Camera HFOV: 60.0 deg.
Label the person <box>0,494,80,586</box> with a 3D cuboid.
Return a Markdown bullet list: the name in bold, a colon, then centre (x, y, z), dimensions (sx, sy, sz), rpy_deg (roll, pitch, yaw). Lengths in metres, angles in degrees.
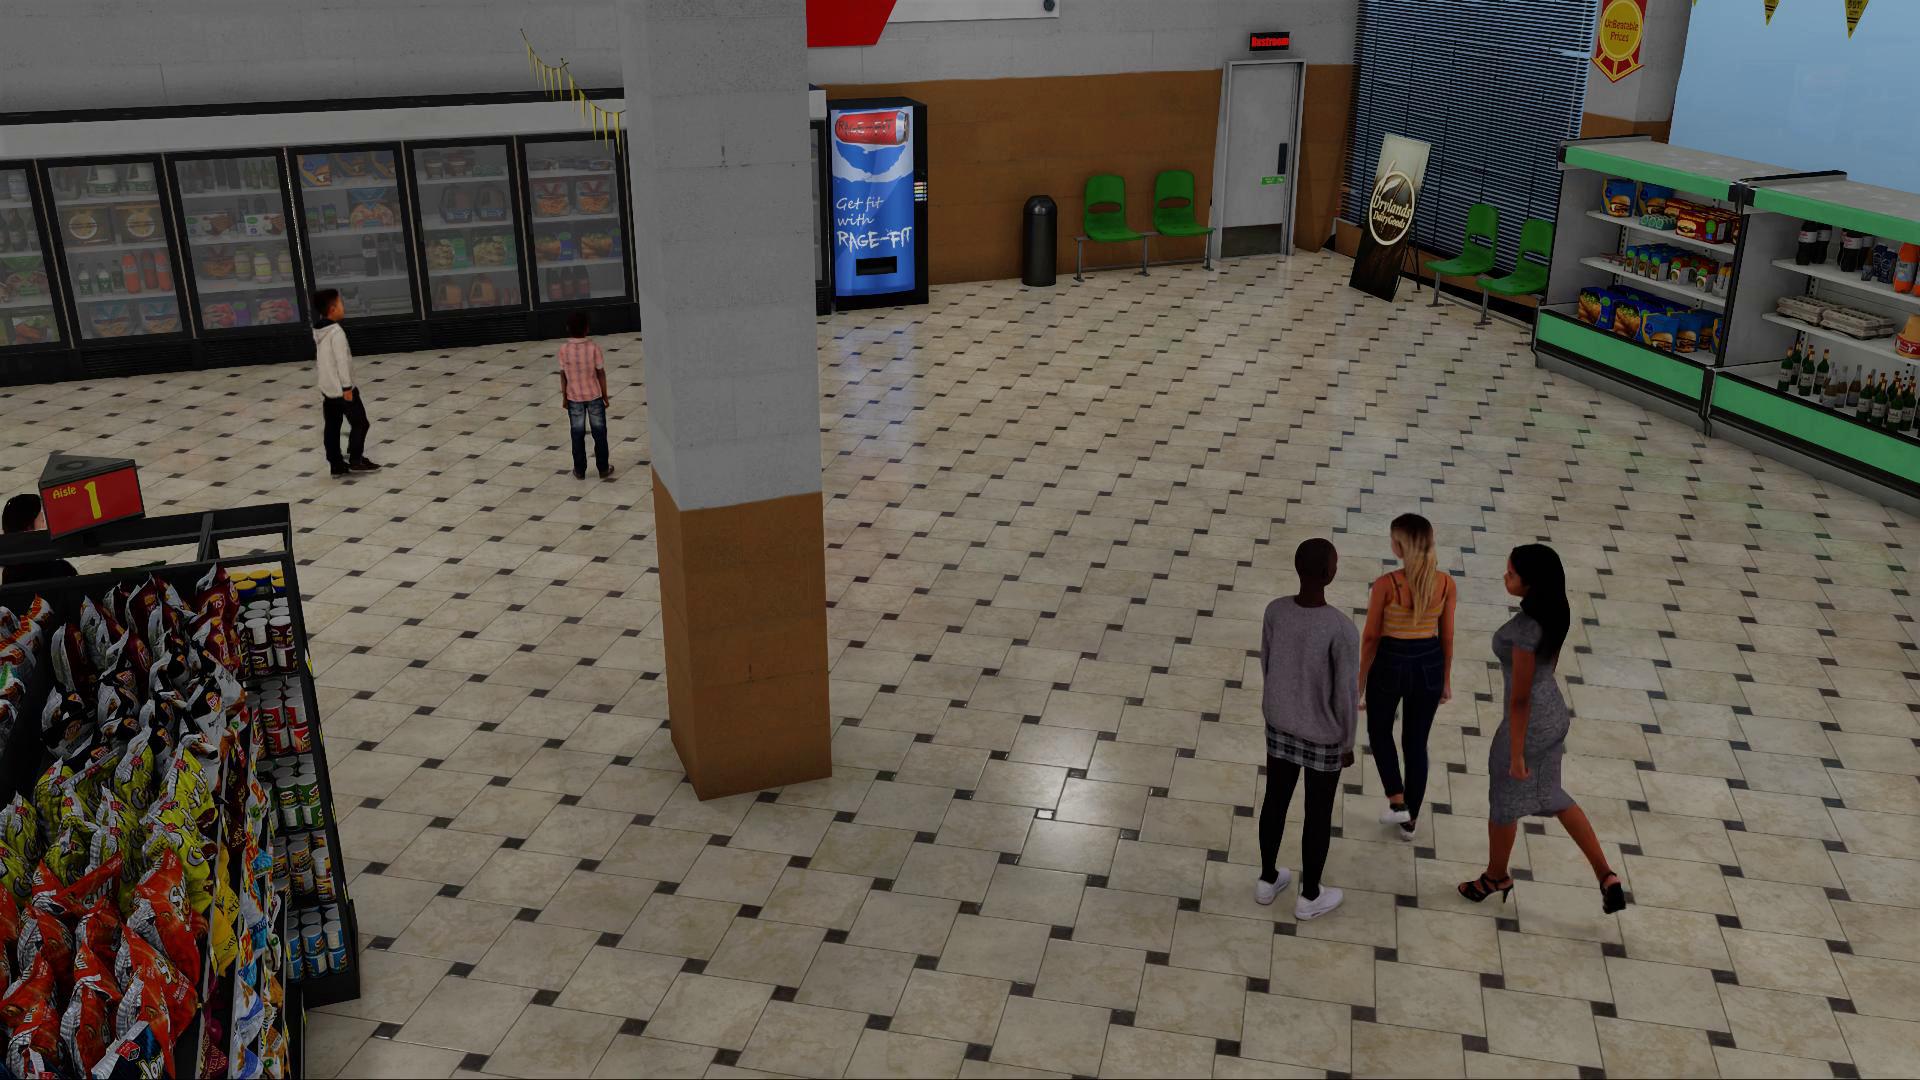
- **person**: centre (-4.460, 0.560, 8.020), dimensions (0.742, 1.623, 0.921), rpy_deg (-5, 22, -12)

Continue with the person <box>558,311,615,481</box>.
- **person**: centre (-2.836, -1.093, 12.558), dimensions (0.538, 1.307, 0.543), rpy_deg (-3, 22, -8)

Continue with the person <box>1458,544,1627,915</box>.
- **person**: centre (2.512, 0.860, 7.091), dimensions (0.872, 1.759, 1.044), rpy_deg (-19, 28, -38)

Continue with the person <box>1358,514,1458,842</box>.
- **person**: centre (2.079, 0.687, 7.714), dimensions (0.727, 1.615, 0.722), rpy_deg (0, 22, 1)

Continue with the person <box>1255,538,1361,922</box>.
- **person**: centre (1.486, 0.813, 7.190), dimensions (0.641, 1.772, 0.756), rpy_deg (18, 28, 37)

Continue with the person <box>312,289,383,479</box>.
- **person**: centre (-4.750, -1.152, 12.520), dimensions (0.760, 1.446, 0.652), rpy_deg (-19, 29, -39)
